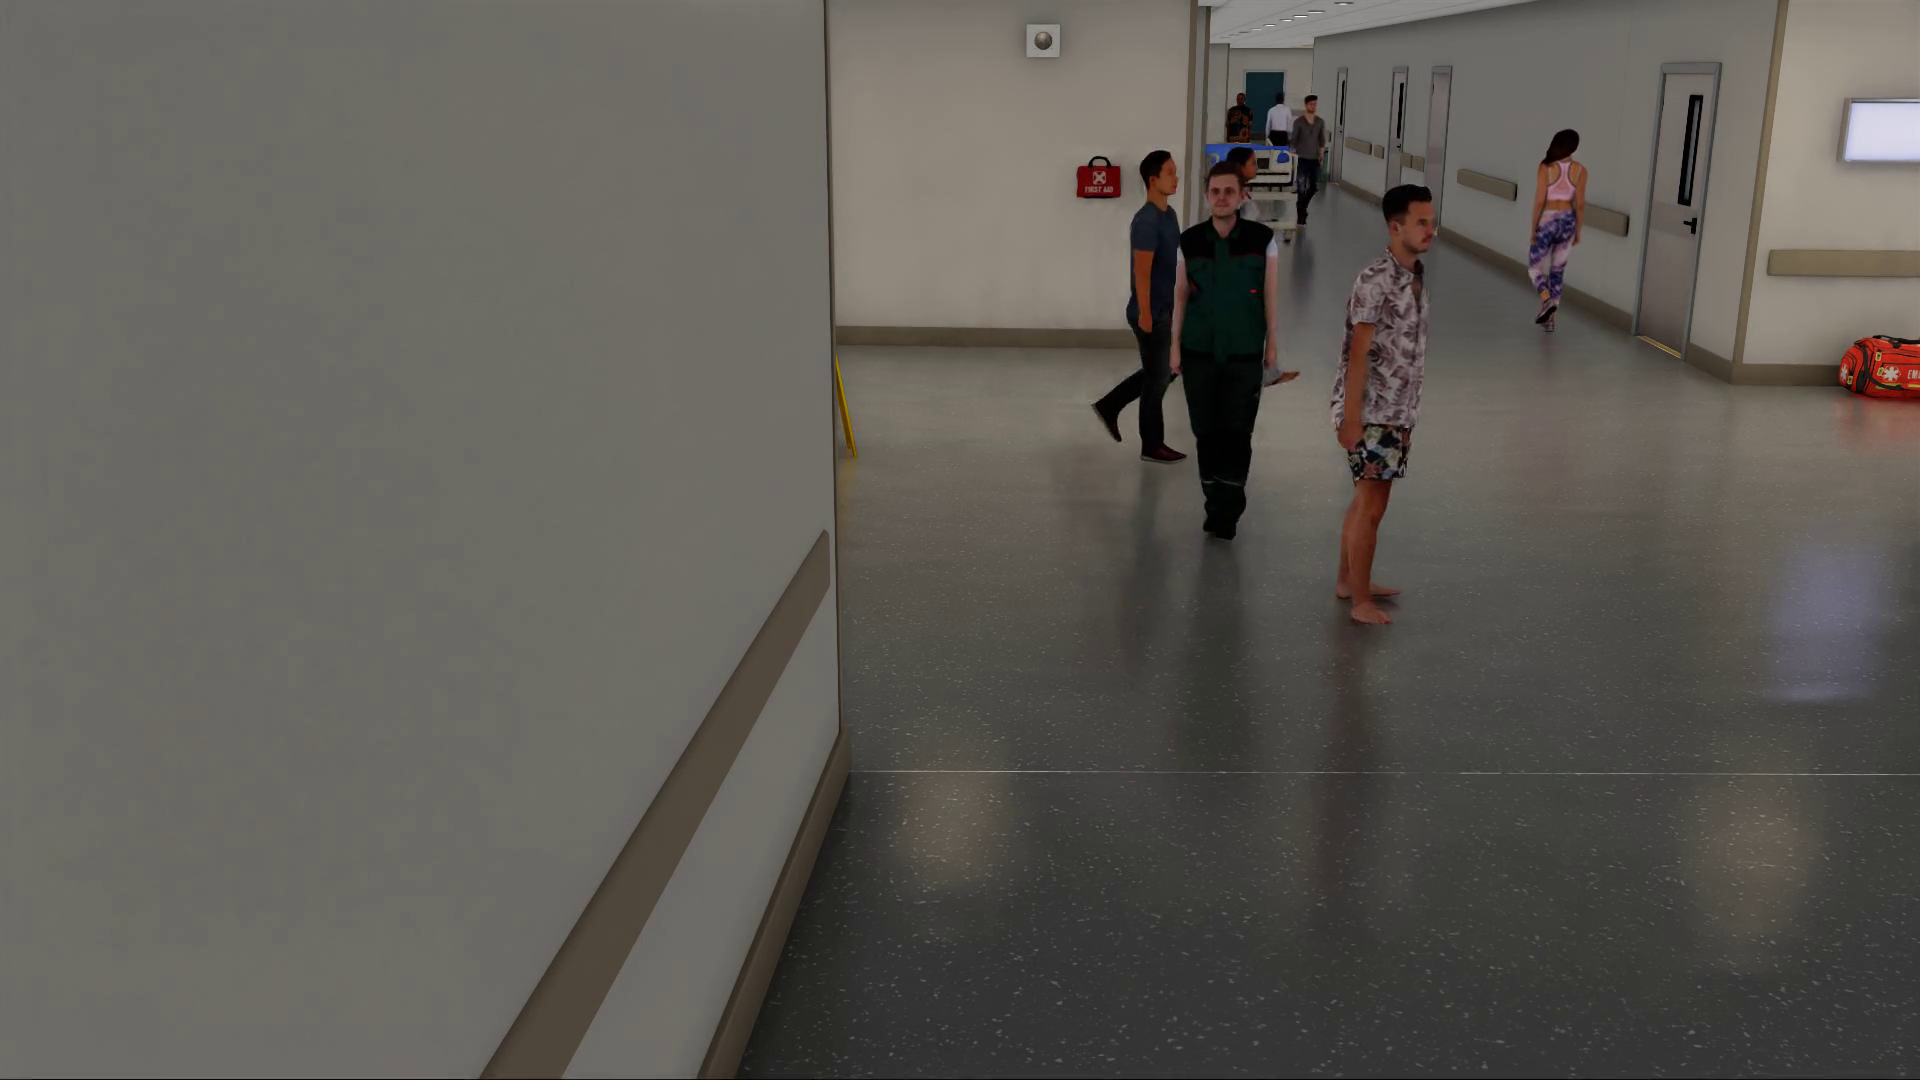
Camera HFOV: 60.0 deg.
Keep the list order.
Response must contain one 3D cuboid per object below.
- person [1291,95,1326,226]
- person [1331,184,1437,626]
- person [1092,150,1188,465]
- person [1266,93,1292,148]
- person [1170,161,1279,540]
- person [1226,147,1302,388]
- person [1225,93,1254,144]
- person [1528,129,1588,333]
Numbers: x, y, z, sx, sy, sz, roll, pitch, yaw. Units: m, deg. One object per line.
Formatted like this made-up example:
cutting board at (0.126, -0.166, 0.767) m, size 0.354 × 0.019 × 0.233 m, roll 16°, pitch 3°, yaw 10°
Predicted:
person at (5.184, -5.710, 25.027) m, size 0.890 × 1.889 × 0.860 m, roll -2°, pitch 16°, yaw -7°
person at (1.727, -0.573, 6.962) m, size 0.892 × 1.804 × 0.878 m, roll 9°, pitch 18°, yaw 29°
person at (1.058, -1.354, 9.740) m, size 0.946 × 1.799 × 0.804 m, roll 6°, pitch 17°, yaw 22°
person at (6.340, -7.973, 33.194) m, size 0.994 × 1.813 × 0.866 m, roll 5°, pitch 16°, yaw 16°
person at (1.304, -0.925, 8.165) m, size 0.710 × 1.825 × 0.784 m, roll 4°, pitch 16°, yaw 16°
person at (1.893, -1.946, 12.019) m, size 1.071 × 1.702 × 0.756 m, roll 3°, pitch 16°, yaw 12°
person at (5.583, -8.030, 33.332) m, size 0.621 × 1.808 × 0.779 m, roll 3°, pitch 16°, yaw 11°
person at (5.206, -2.673, 14.501) m, size 0.710 × 1.754 × 0.637 m, roll 1°, pitch 16°, yaw 5°
